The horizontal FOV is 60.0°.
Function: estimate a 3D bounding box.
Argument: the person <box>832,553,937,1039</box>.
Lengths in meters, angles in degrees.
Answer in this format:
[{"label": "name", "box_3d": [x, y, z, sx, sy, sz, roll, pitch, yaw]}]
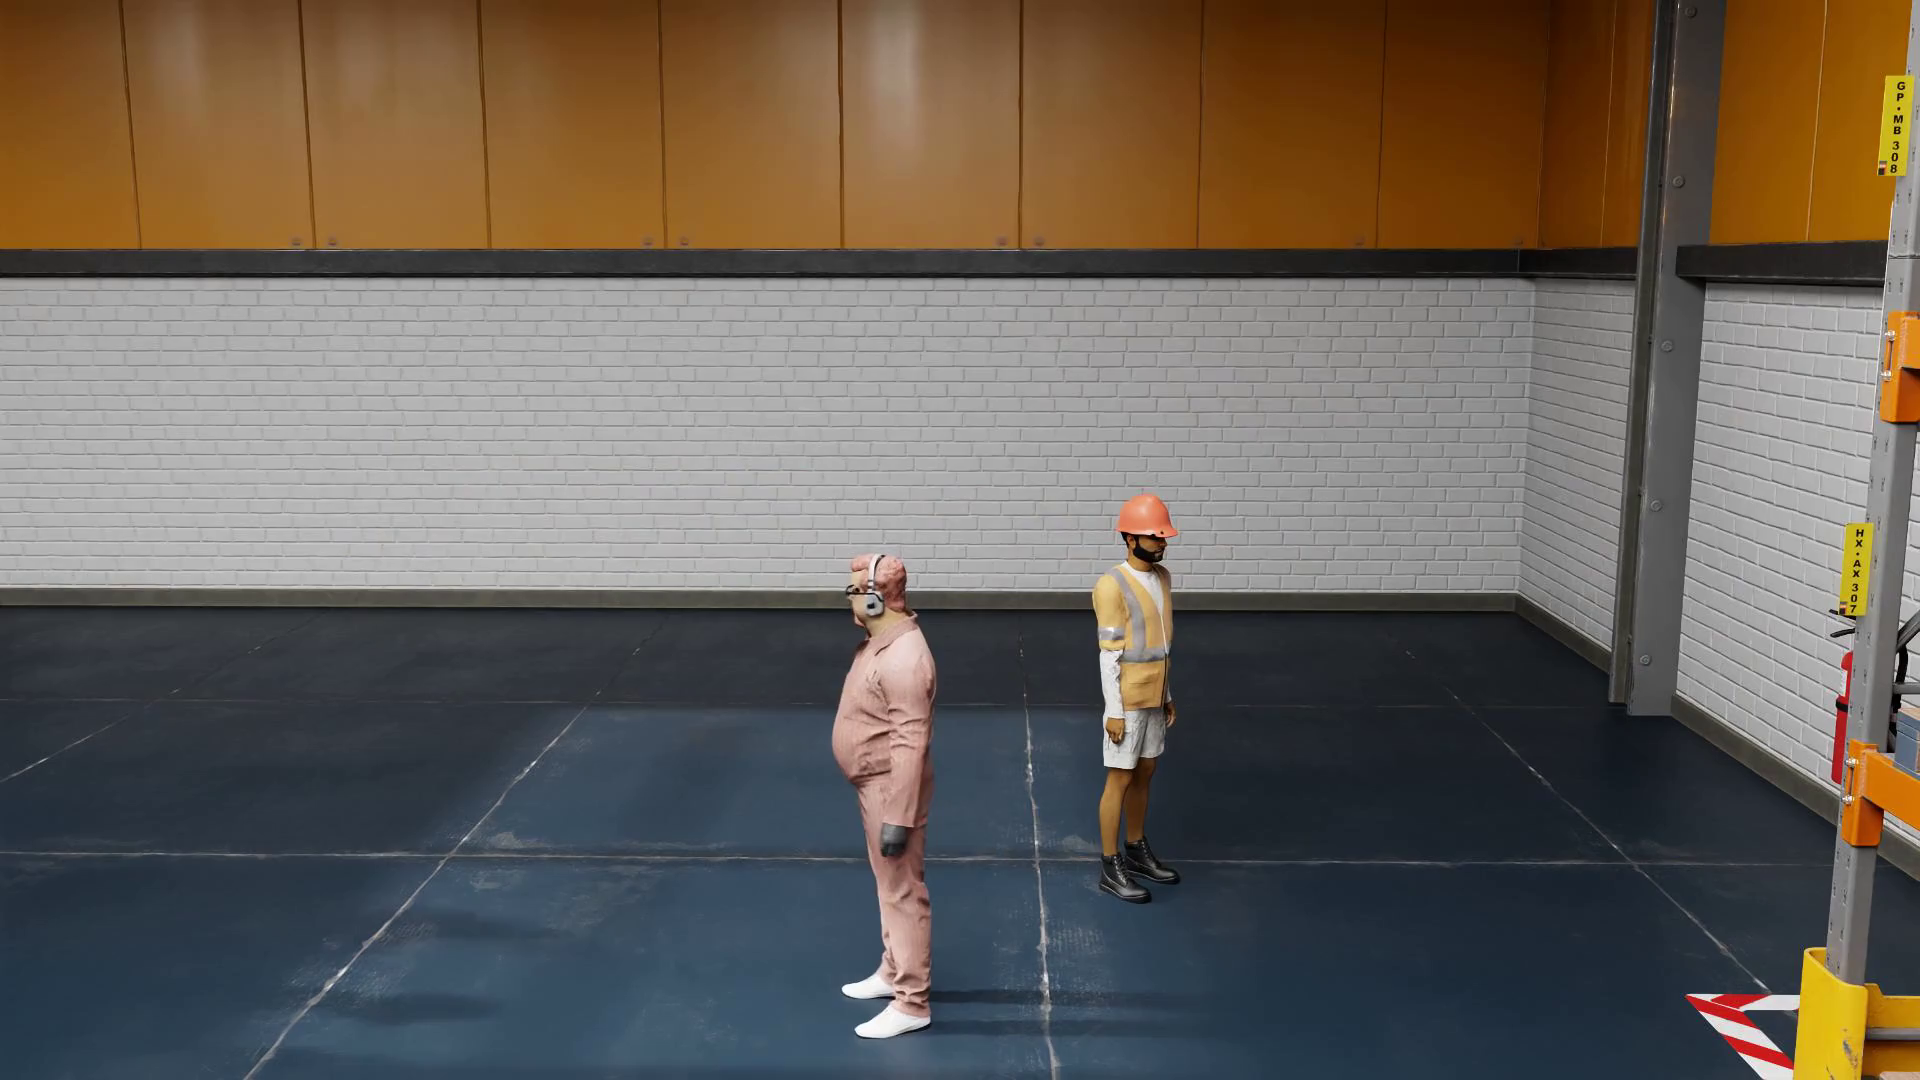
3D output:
[{"label": "person", "box_3d": [-0.301, 0.993, 6.539, 0.399, 1.905, 0.643, -1, 10, -8]}]

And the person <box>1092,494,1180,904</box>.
[{"label": "person", "box_3d": [0.863, 0.741, 7.942, 0.357, 1.938, 0.545, 7, 12, 36]}]
